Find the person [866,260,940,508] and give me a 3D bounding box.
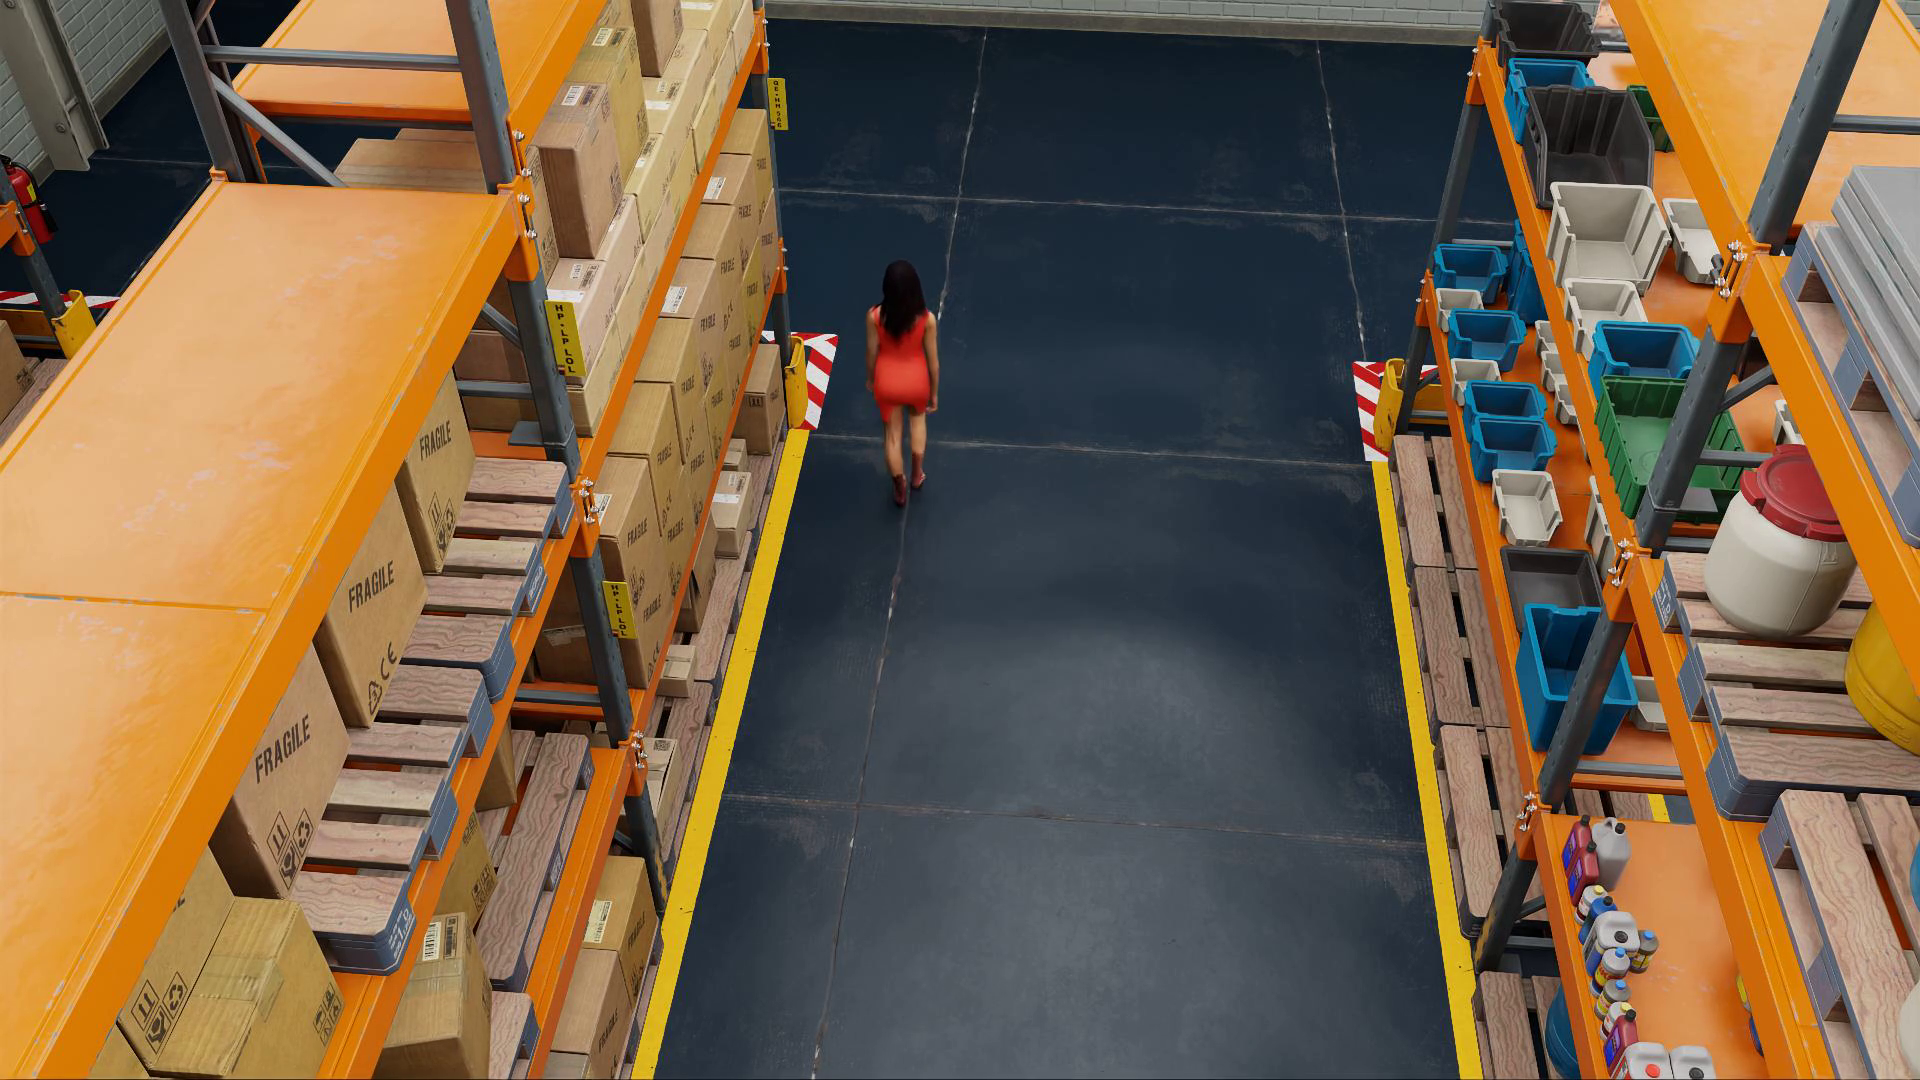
[{"bbox_3d":[-0.346,-0.862,9.882,0.628,1.706,0.620,-2,43,-2],"label":"person"}]
